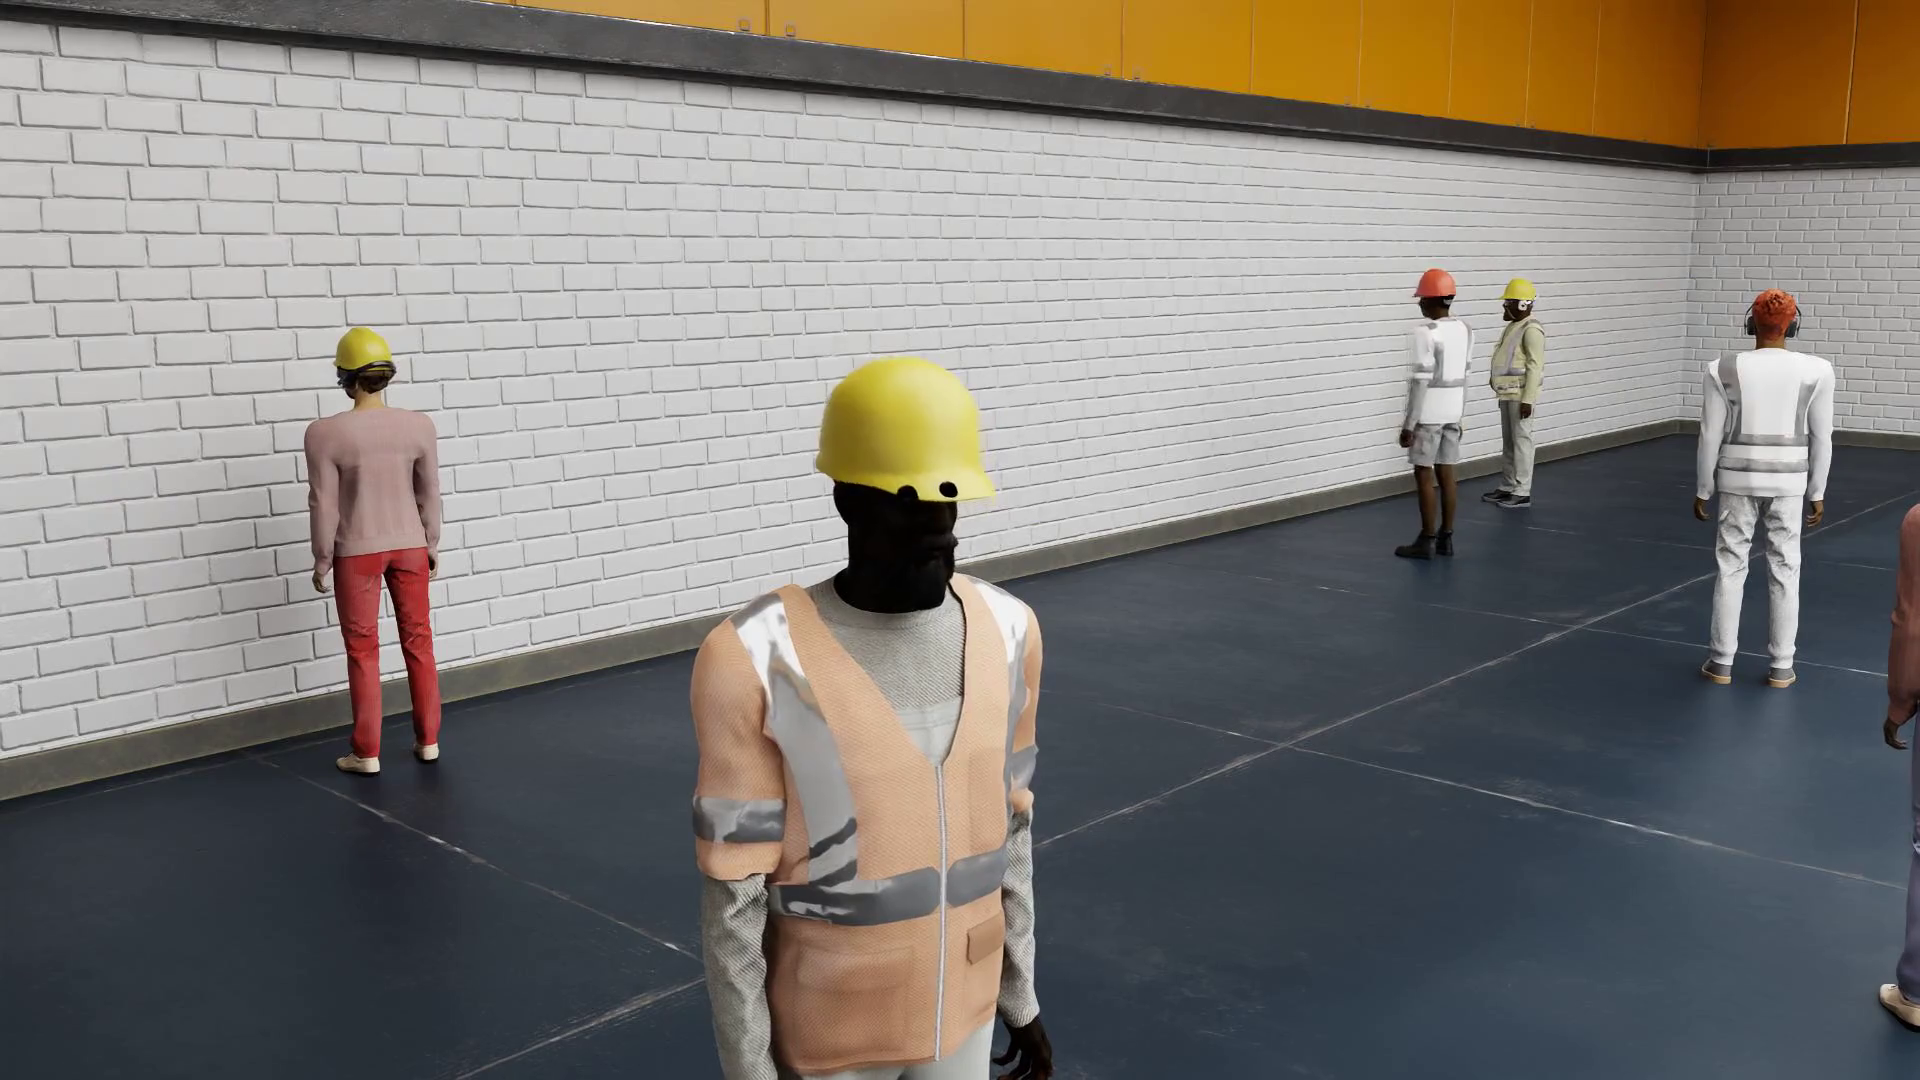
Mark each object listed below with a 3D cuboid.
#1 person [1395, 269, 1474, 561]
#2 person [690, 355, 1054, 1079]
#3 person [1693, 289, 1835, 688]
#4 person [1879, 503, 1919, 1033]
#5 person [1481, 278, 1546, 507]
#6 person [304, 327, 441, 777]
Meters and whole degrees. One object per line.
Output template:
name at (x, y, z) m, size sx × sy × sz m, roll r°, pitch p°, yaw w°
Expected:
person at (3.170, -0.829, 11.115) m, size 0.586 × 1.930 × 0.370 m, roll -7°, pitch 12°, yaw -36°
person at (-0.102, 0.691, 2.472) m, size 0.587 × 1.927 × 0.365 m, roll -8°, pitch 12°, yaw -37°
person at (3.793, -0.237, 7.883) m, size 0.574 × 1.883 × 0.355 m, roll 4°, pitch 11°, yaw 21°
person at (2.700, 0.442, 4.339) m, size 0.525 × 1.772 × 0.309 m, roll 4°, pitch 11°, yaw 21°
person at (4.466, -1.178, 13.377) m, size 0.404 × 1.835 × 0.590 m, roll 0°, pitch 10°, yaw 0°
person at (-2.303, 0.050, 6.570) m, size 0.525 × 1.772 × 0.306 m, roll -8°, pitch 13°, yaw -40°
